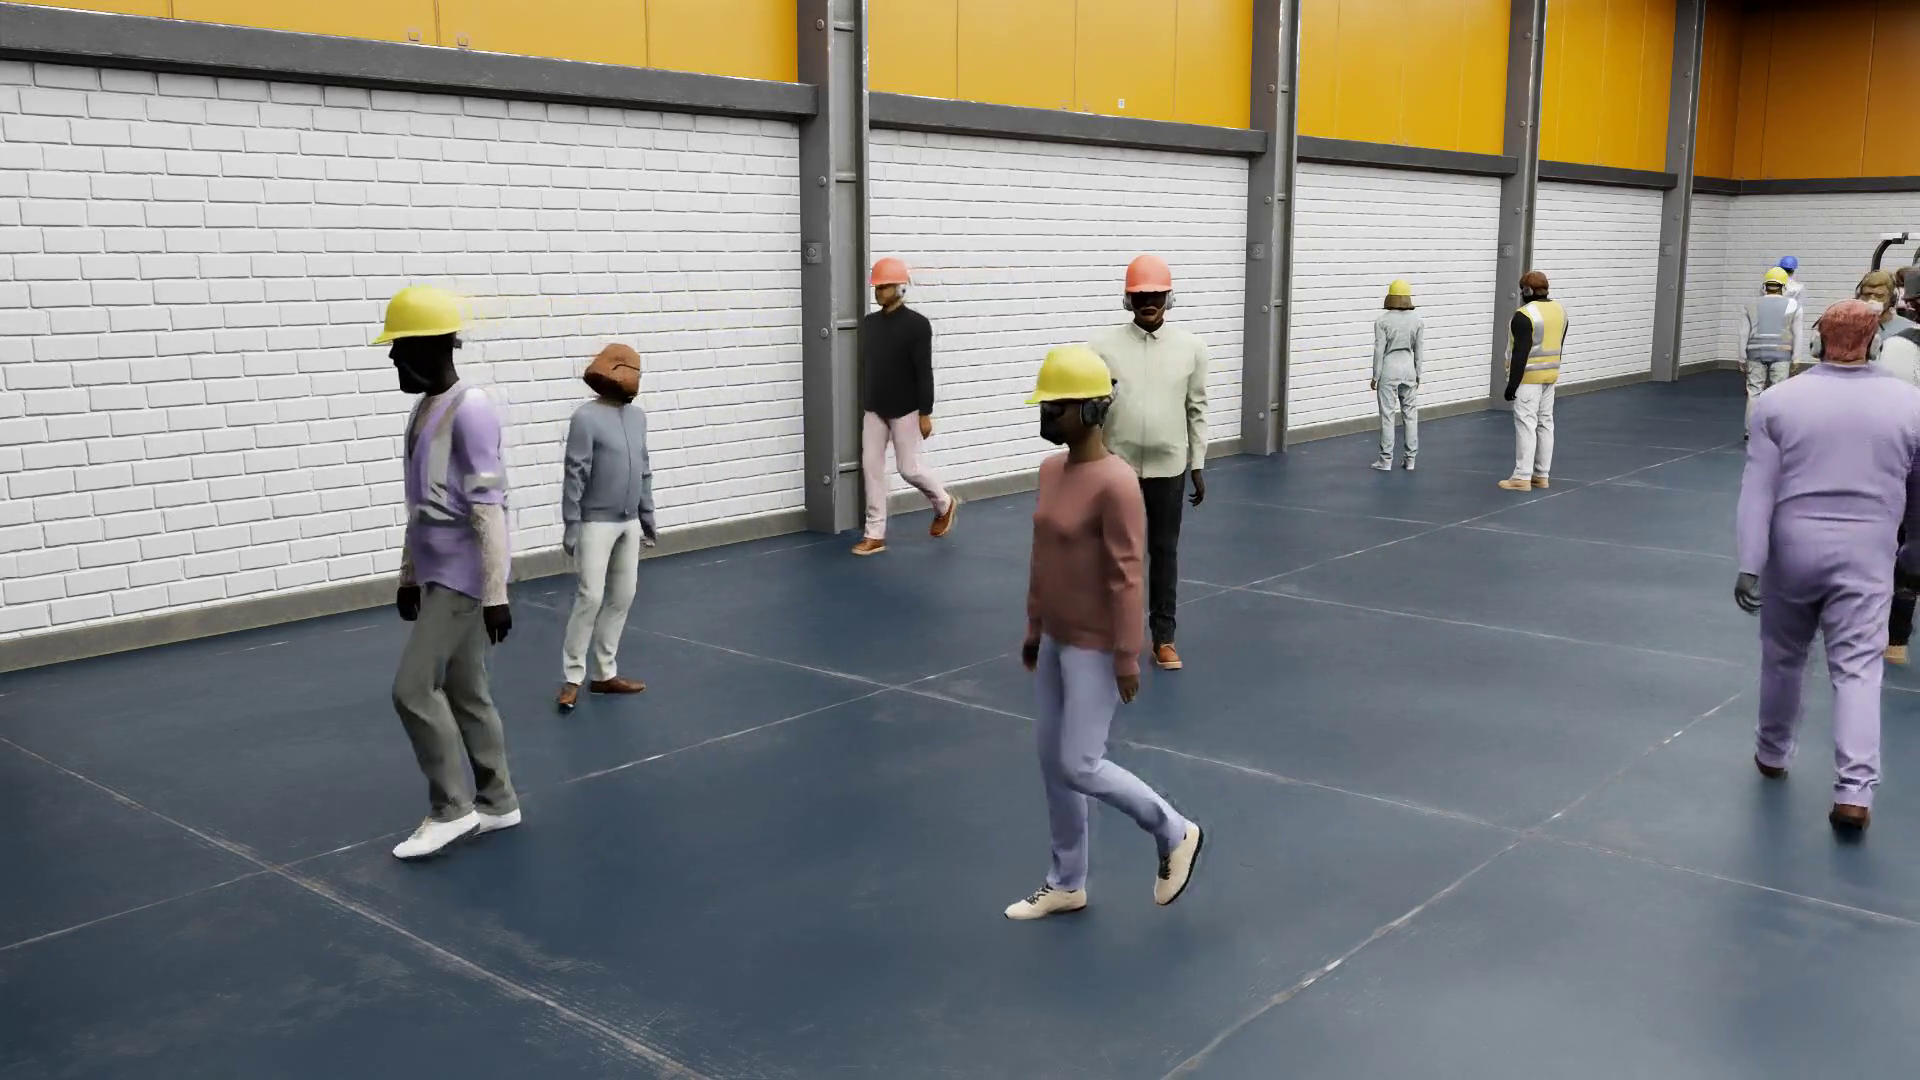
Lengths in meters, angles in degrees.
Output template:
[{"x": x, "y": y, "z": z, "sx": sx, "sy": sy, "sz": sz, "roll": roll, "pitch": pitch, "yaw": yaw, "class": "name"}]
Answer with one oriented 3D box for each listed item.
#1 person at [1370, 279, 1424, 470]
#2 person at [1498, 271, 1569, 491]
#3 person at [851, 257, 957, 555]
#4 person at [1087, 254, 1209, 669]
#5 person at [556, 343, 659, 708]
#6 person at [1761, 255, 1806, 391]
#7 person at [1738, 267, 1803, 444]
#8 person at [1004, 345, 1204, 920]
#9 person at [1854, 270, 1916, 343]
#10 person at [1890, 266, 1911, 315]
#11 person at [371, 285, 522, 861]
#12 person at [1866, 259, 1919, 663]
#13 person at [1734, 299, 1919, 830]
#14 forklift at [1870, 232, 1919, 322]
[{"x": 3.994, "y": -1.509, "z": 15.244, "sx": 0.492, "sy": 1.742, "sz": 0.324, "roll": -2, "pitch": 10, "yaw": -11, "class": "person"}, {"x": 4.795, "y": -1.332, "z": 13.975, "sx": 0.621, "sy": 1.837, "sz": 0.429, "roll": -7, "pitch": 12, "yaw": -36, "class": "person"}, {"x": -0.390, "y": -0.902, "z": 11.150, "sx": 0.622, "sy": 1.972, "sz": 0.823, "roll": 8, "pitch": 13, "yaw": 39, "class": "person"}, {"x": 0.889, "y": -0.361, "z": 7.989, "sx": 0.612, "sy": 1.995, "sz": 0.393, "roll": 0, "pitch": 10, "yaw": 1, "class": "person"}, {"x": -1.588, "y": -0.065, "z": 7.424, "sx": 0.292, "sy": 1.606, "sz": 0.634, "roll": 5, "pitch": 11, "yaw": 27, "class": "person"}, {"x": 11.342, "y": -2.966, "z": 23.007, "sx": 0.507, "sy": 1.927, "sz": 0.630, "roll": -10, "pitch": 14, "yaw": -43, "class": "person"}, {"x": 8.366, "y": -1.895, "z": 17.188, "sx": 0.601, "sy": 1.830, "sz": 0.403, "roll": 5, "pitch": 11, "yaw": 29, "class": "person"}, {"x": 0.414, "y": 0.293, "z": 4.968, "sx": 0.501, "sy": 1.751, "sz": 0.530, "roll": -4, "pitch": 11, "yaw": -21, "class": "person"}, {"x": 5.643, "y": -0.711, "z": 10.284, "sx": 0.643, "sy": 1.899, "sz": 0.993, "roll": 9, "pitch": 13, "yaw": 42, "class": "person"}, {"x": 10.324, "y": -2.093, "z": 18.336, "sx": 0.453, "sy": 1.825, "sz": 0.643, "roll": -5, "pitch": 11, "yaw": -27, "class": "person"}, {"x": -1.770, "y": 0.115, "z": 5.540, "sx": 0.633, "sy": 1.899, "sz": 0.611, "roll": -6, "pitch": 12, "yaw": -32, "class": "person"}, {"x": 4.582, "y": -0.349, "z": 7.789, "sx": 0.687, "sy": 2.000, "sz": 0.932, "roll": 3, "pitch": 10, "yaw": 18, "class": "person"}, {"x": 3.154, "y": 0.067, "z": 5.989, "sx": 0.667, "sy": 1.857, "sz": 1.010, "roll": 4, "pitch": 11, "yaw": 22, "class": "person"}, {"x": 9.955, "y": -1.972, "z": 16.595, "sx": 2.313, "sy": 2.155, "sz": 1.214, "roll": 1, "pitch": 10, "yaw": 8, "class": "forklift"}]
